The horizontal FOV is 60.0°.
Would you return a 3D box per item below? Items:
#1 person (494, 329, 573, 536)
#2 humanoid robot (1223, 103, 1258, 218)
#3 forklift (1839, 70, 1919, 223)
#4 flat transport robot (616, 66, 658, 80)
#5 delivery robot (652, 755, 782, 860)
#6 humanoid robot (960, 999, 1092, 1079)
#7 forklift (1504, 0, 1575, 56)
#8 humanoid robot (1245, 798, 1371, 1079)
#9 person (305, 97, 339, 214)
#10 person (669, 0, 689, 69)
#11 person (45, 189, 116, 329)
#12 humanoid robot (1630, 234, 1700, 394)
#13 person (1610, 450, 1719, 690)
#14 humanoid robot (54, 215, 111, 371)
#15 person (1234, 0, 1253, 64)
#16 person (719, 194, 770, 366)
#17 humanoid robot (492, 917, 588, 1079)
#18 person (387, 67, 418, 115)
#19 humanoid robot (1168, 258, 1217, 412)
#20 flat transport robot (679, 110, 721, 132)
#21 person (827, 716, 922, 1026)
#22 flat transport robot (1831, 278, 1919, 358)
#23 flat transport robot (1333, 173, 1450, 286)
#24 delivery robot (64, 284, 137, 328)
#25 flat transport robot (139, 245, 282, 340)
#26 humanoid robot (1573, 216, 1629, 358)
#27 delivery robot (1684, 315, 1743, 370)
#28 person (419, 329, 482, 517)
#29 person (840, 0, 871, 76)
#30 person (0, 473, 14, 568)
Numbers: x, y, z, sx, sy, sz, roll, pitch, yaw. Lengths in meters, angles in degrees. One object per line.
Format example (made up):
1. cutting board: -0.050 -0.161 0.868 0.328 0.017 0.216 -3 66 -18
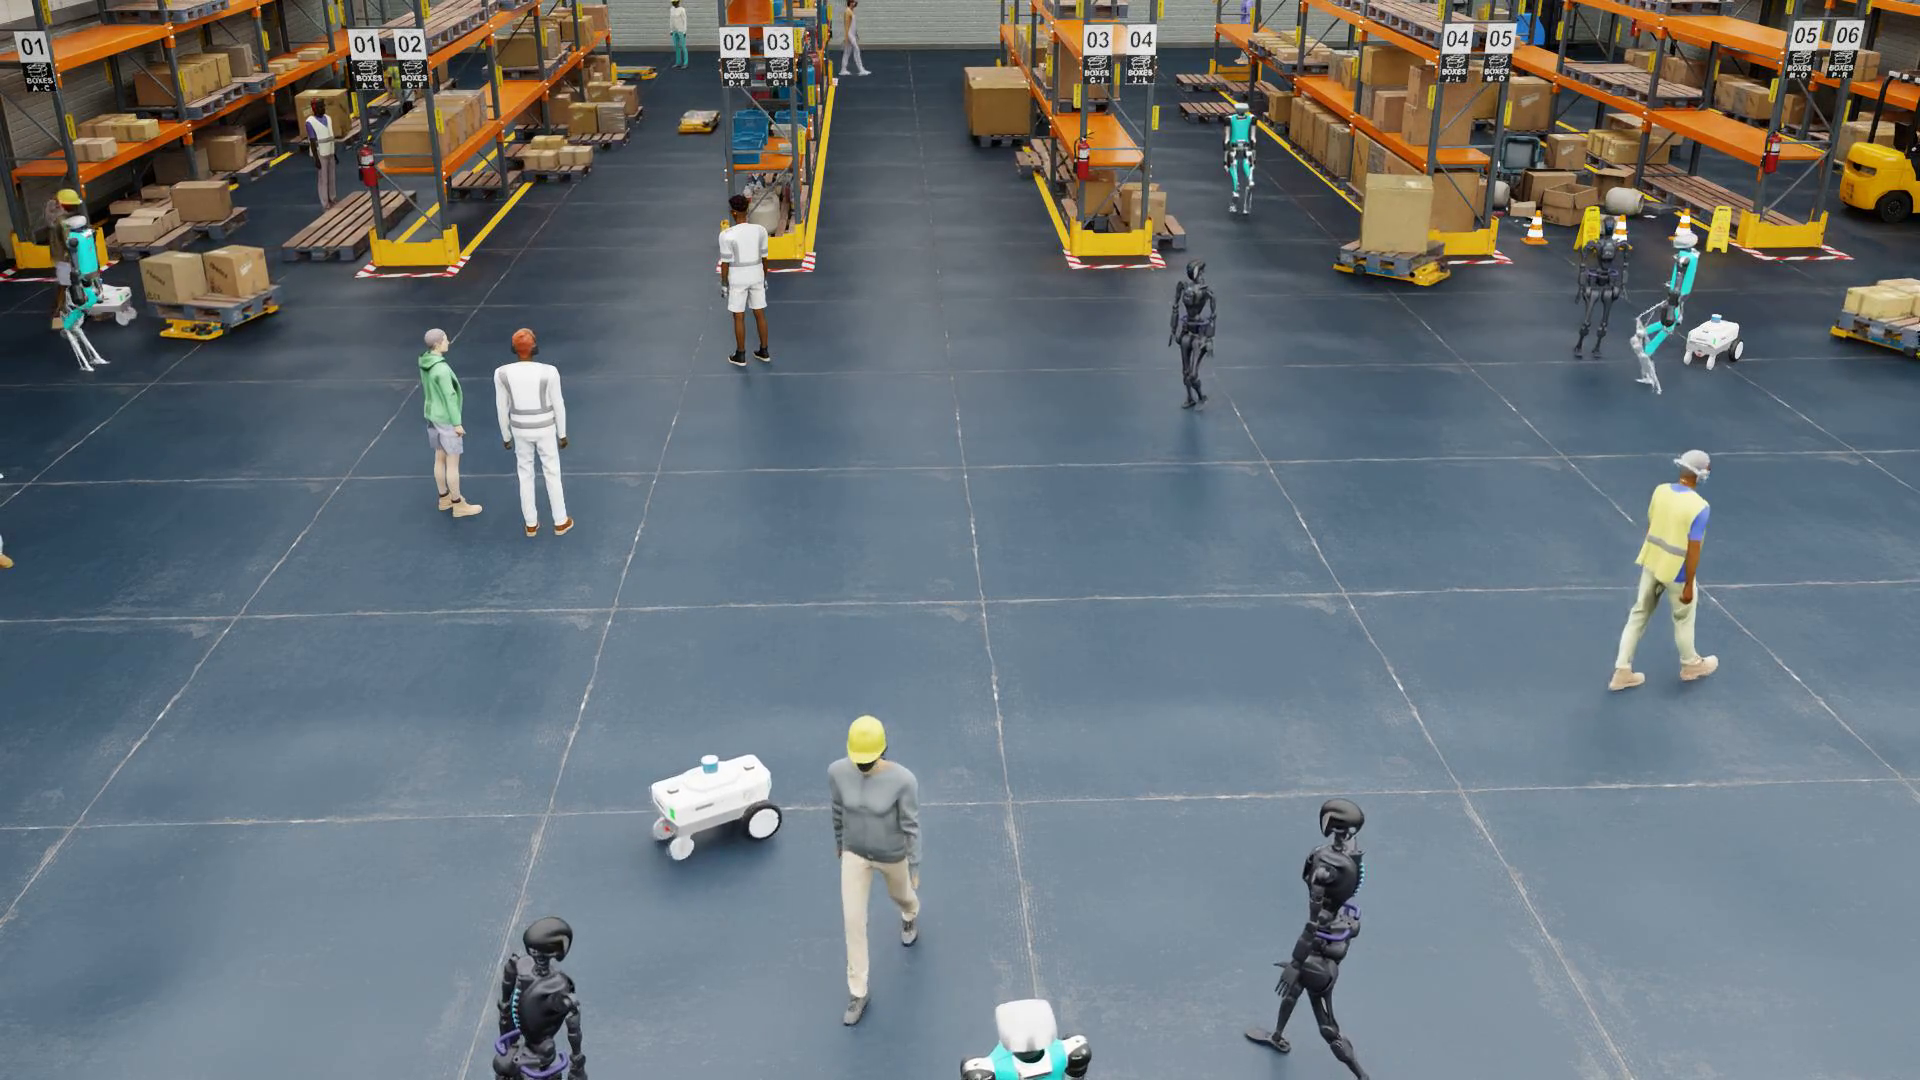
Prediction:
1. person: -3.733 -0.934 14.587 0.572 1.882 0.360 -1 24 -2
2. humanoid robot: 4.388 -5.838 25.843 0.536 1.774 1.016 -1 24 -3
3. forklift: 15.132 -6.143 25.915 2.313 2.155 1.214 -1 24 -2
4. flat transport robot: -7.876 -10.990 39.168 1.431 0.231 0.659 -1 24 -3
5. delivery robot: -1.550 1.630 10.449 0.785 0.587 0.499 -14 28 -29
6. humanoid robot: 0.184 2.526 6.991 0.531 1.764 0.763 -7 25 -16
7. forklift: 14.700 -13.805 42.301 1.873 2.768 1.129 -1 24 -2
8. humanoid robot: 1.827 2.018 8.296 0.794 1.645 0.583 13 27 27
9. person: -9.934 -5.985 25.981 0.390 1.845 0.563 5 24 10
10. person: -6.855 -12.363 40.413 0.532 1.765 0.327 18 30 35
11. person: -10.953 -3.480 20.511 0.852 1.707 0.569 -12 27 -25
12. humanoid robot: 7.653 -2.479 18.267 0.725 1.810 0.548 15 28 31
13. person: 5.207 0.208 12.064 0.895 1.842 0.537 -11 26 -23
14. humanoid robot: -10.098 -2.808 18.942 0.673 1.771 0.531 1 24 2
15. person: 7.072 -12.714 41.159 0.386 1.798 0.603 0 24 -1
16. person: -2.472 -2.988 19.119 0.601 1.957 0.382 -15 28 -30
17. humanoid robot: -1.857 2.374 7.422 0.611 1.633 0.619 19 30 36
18. person: -10.952 -8.856 32.649 0.548 1.650 0.863 -2 24 -5
19. humanoid robot: 2.475 -2.184 17.648 0.368 1.643 0.610 -22 32 -40
20. flat transport robot: -5.215 -8.403 33.353 0.659 0.231 1.431 0 24 0
21. person: -0.442 1.645 8.996 0.527 1.715 0.927 5 24 11
22. flat transport robot: 11.282 -2.421 19.912 0.659 0.231 1.431 -13 27 -26
23. flat transport robot: 5.952 -3.763 22.929 1.431 0.231 0.659 18 30 35
24. delivery robot: -10.773 -2.960 20.794 0.816 0.613 0.499 -2 24 -4
25. flat transport robot: -9.224 -2.785 20.730 0.659 0.231 1.431 6 25 13
26. humanoid robot: 7.483 -2.934 19.333 0.598 1.653 0.365 2 24 4
27. delivery robot: 8.762 -2.324 19.351 0.499 0.601 0.783 22 32 40
28. person: -4.664 -1.061 15.045 0.341 1.742 0.472 -21 31 -38
29. person: -2.478 -11.921 39.343 0.866 1.822 0.545 3 24 7
30. person: -8.310 -0.597 13.834 0.387 1.886 0.586 14 28 29
